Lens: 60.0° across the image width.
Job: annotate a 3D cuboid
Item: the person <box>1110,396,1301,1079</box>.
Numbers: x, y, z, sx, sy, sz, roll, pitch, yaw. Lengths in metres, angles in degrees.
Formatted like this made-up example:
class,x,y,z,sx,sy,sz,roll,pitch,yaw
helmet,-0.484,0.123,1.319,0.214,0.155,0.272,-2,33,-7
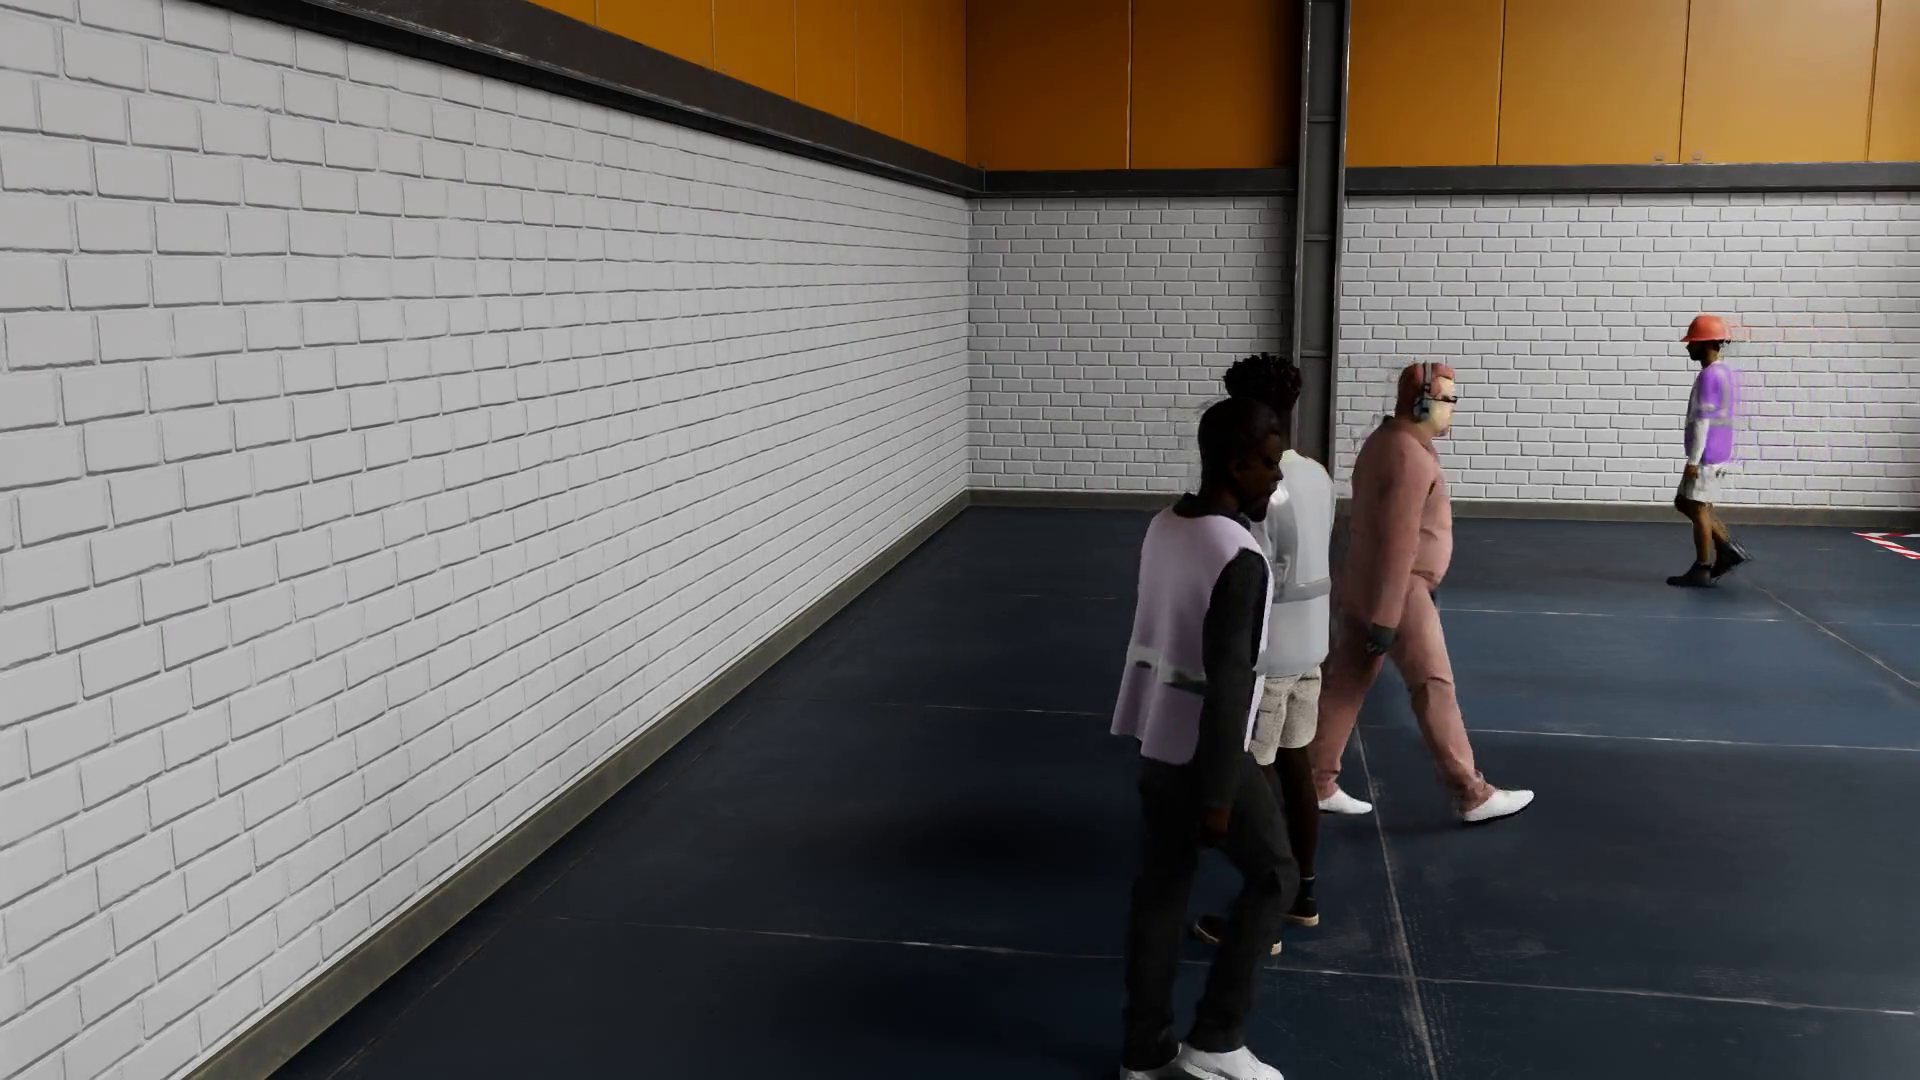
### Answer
class,x,y,z,sx,sy,sz,roll,pitch,yaw
person,0.686,0.562,4.468,0.574,1.895,0.616,-4,10,-21

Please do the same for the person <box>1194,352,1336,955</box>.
class,x,y,z,sx,sy,sz,roll,pitch,yaw
person,1.014,0.366,5.476,0.374,1.958,0.607,7,11,36

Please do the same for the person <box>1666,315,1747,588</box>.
class,x,y,z,sx,sy,sz,roll,pitch,yaw
person,5.218,-0.608,11.645,0.445,1.924,0.552,5,10,26

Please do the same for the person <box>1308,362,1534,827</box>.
class,x,y,z,sx,sy,sz,roll,pitch,yaw
person,1.827,0.225,6.651,0.956,1.858,0.658,0,9,-3
